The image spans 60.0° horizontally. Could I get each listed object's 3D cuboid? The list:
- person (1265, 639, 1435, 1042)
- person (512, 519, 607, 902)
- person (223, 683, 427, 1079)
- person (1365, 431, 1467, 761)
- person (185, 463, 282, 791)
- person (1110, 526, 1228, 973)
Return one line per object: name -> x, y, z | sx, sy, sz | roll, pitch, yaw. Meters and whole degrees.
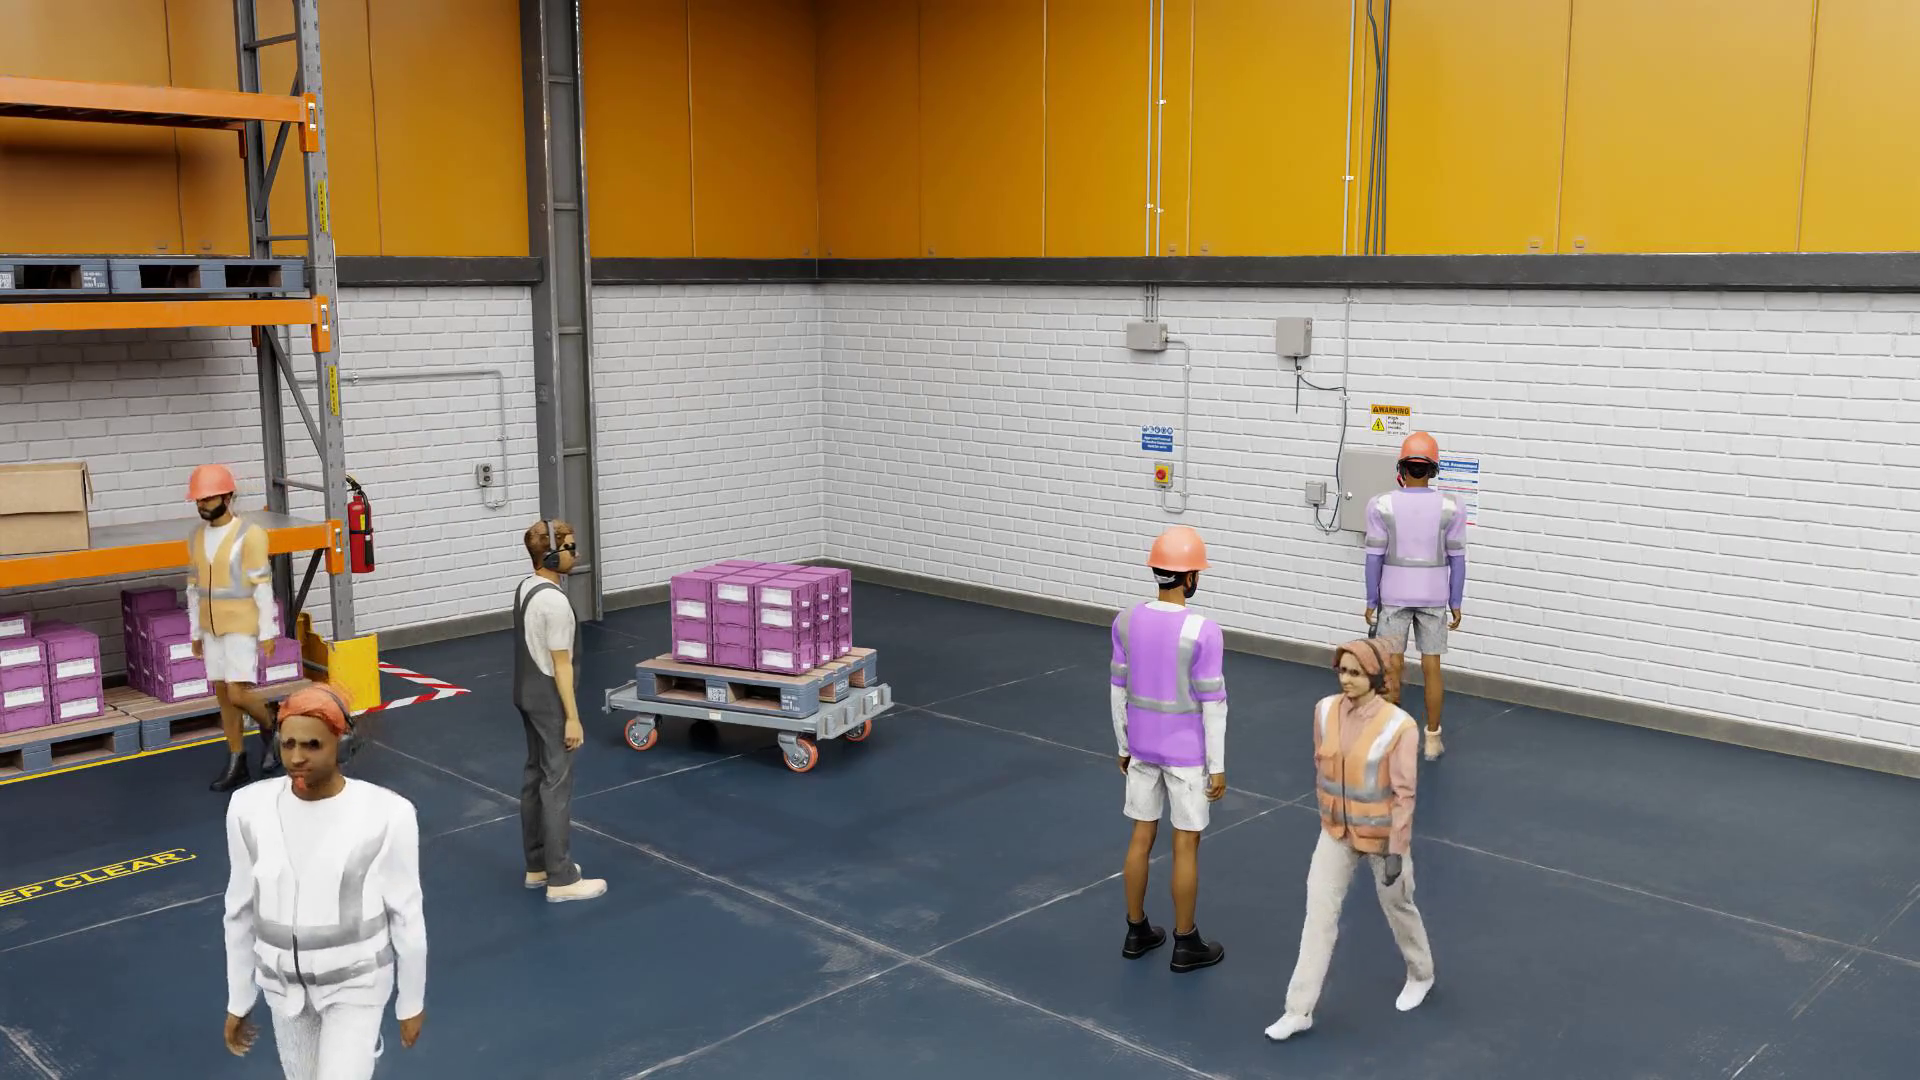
person -> 1.623, 1.167, 6.646 | 0.890, 1.592, 0.530 | -8, 12, -39
person -> -1.968, 0.814, 8.033 | 0.351, 1.847, 0.507 | -6, 11, -33
person -> -1.851, 1.309, 4.984 | 0.569, 1.857, 0.882 | 1, 9, 8
person -> 2.796, 0.351, 10.269 | 0.606, 2.044, 0.373 | 2, 9, 11
person -> -4.245, 0.503, 9.694 | 0.574, 1.925, 0.460 | 3, 10, 20
person -> 0.922, 0.900, 7.222 | 0.551, 1.936, 0.357 | 8, 12, 39
